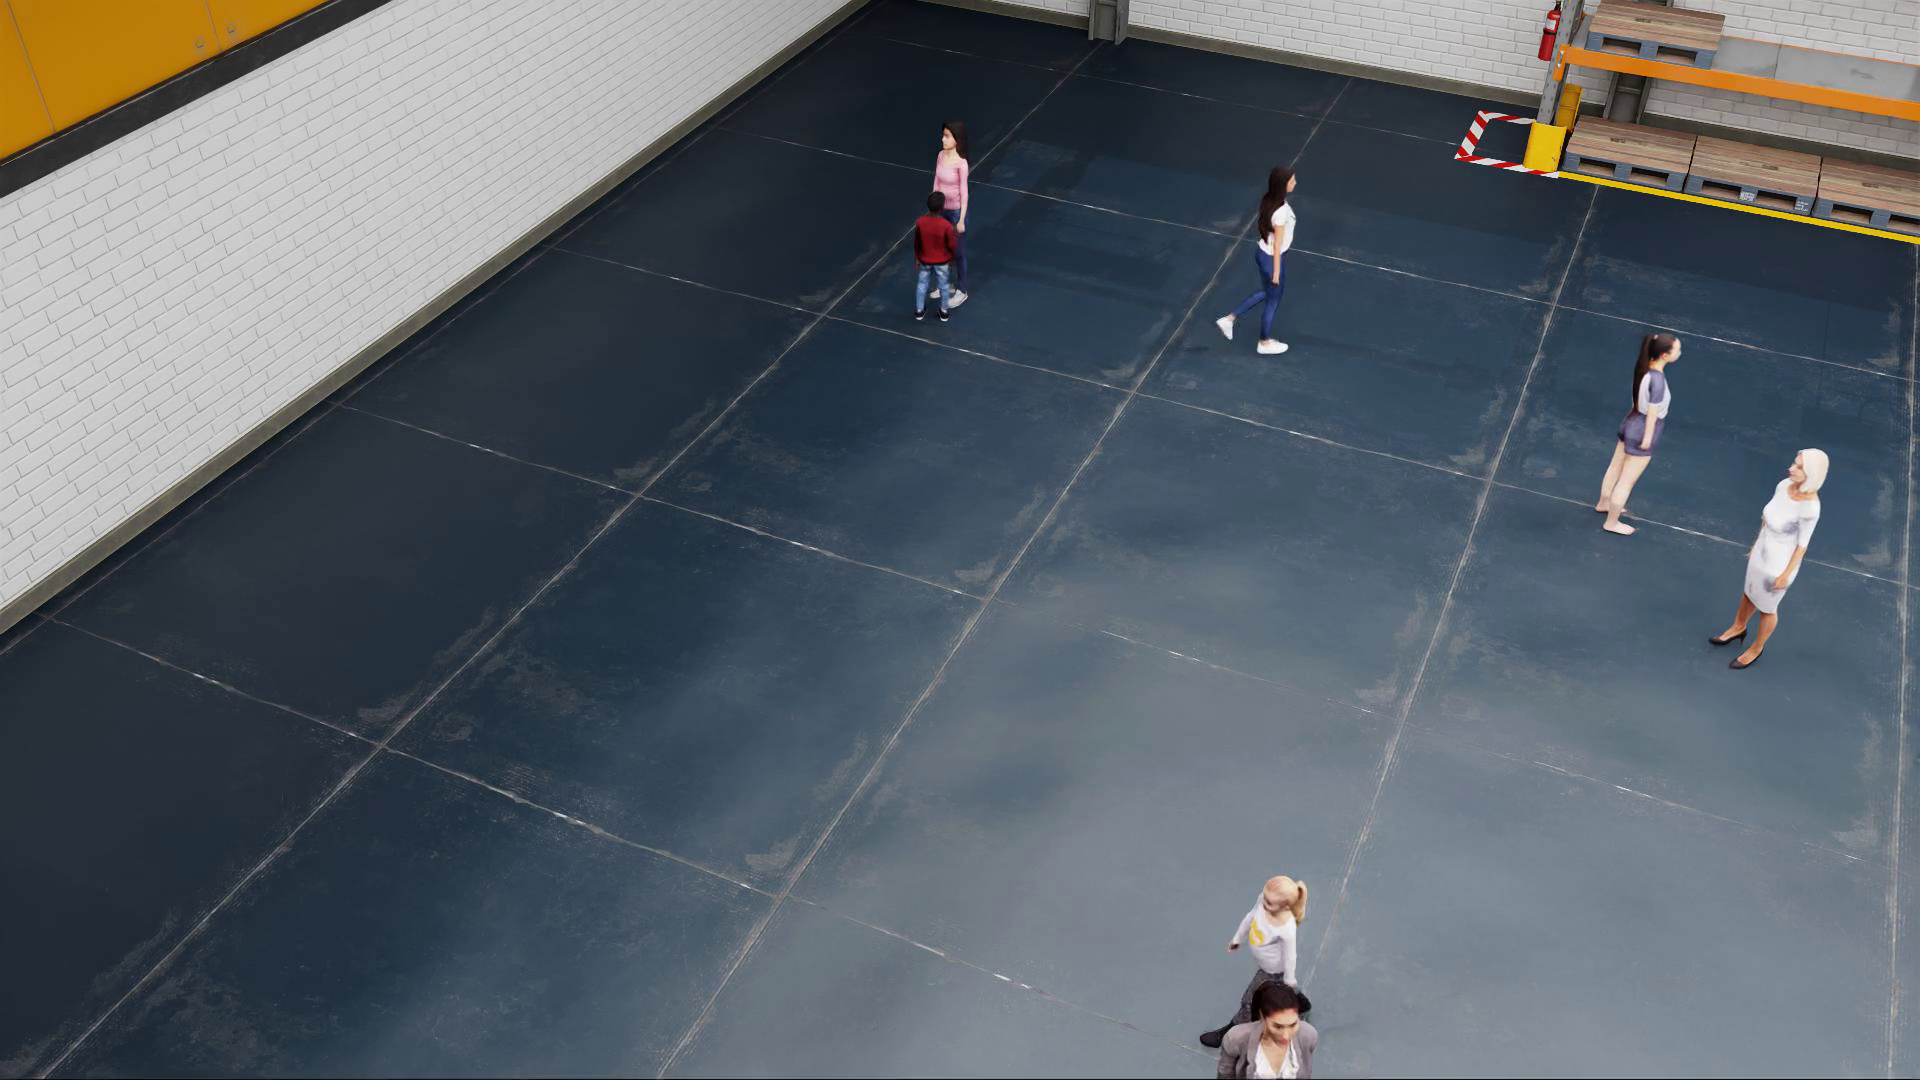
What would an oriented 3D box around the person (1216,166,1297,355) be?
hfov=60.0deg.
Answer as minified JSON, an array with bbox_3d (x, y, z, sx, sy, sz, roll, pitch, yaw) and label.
[{"bbox_3d":[2.545,-2.350,14.083,0.984,1.765,0.850,-3,39,-3],"label":"person"}]

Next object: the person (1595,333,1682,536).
[{"bbox_3d":[4.981,-0.804,12.240,0.625,1.650,0.655,3,39,4],"label":"person"}]

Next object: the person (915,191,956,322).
[{"bbox_3d":[-0.214,-2.475,14.653,0.491,1.249,0.607,6,39,7],"label":"person"}]

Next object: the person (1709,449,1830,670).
[{"bbox_3d":[5.397,0.117,11.006,0.671,1.750,0.645,-5,39,-6],"label":"person"}]

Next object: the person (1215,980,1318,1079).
[{"bbox_3d":[1.414,2.666,7.872,0.695,1.679,0.784,-4,39,-5],"label":"person"}]

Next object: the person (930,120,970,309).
[{"bbox_3d":[-0.065,-2.919,14.814,0.699,1.743,0.584,-27,46,-30],"label":"person"}]

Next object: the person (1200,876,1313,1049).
[{"bbox_3d":[1.704,2.197,8.796,0.944,1.258,0.814,-8,39,-10],"label":"person"}]
